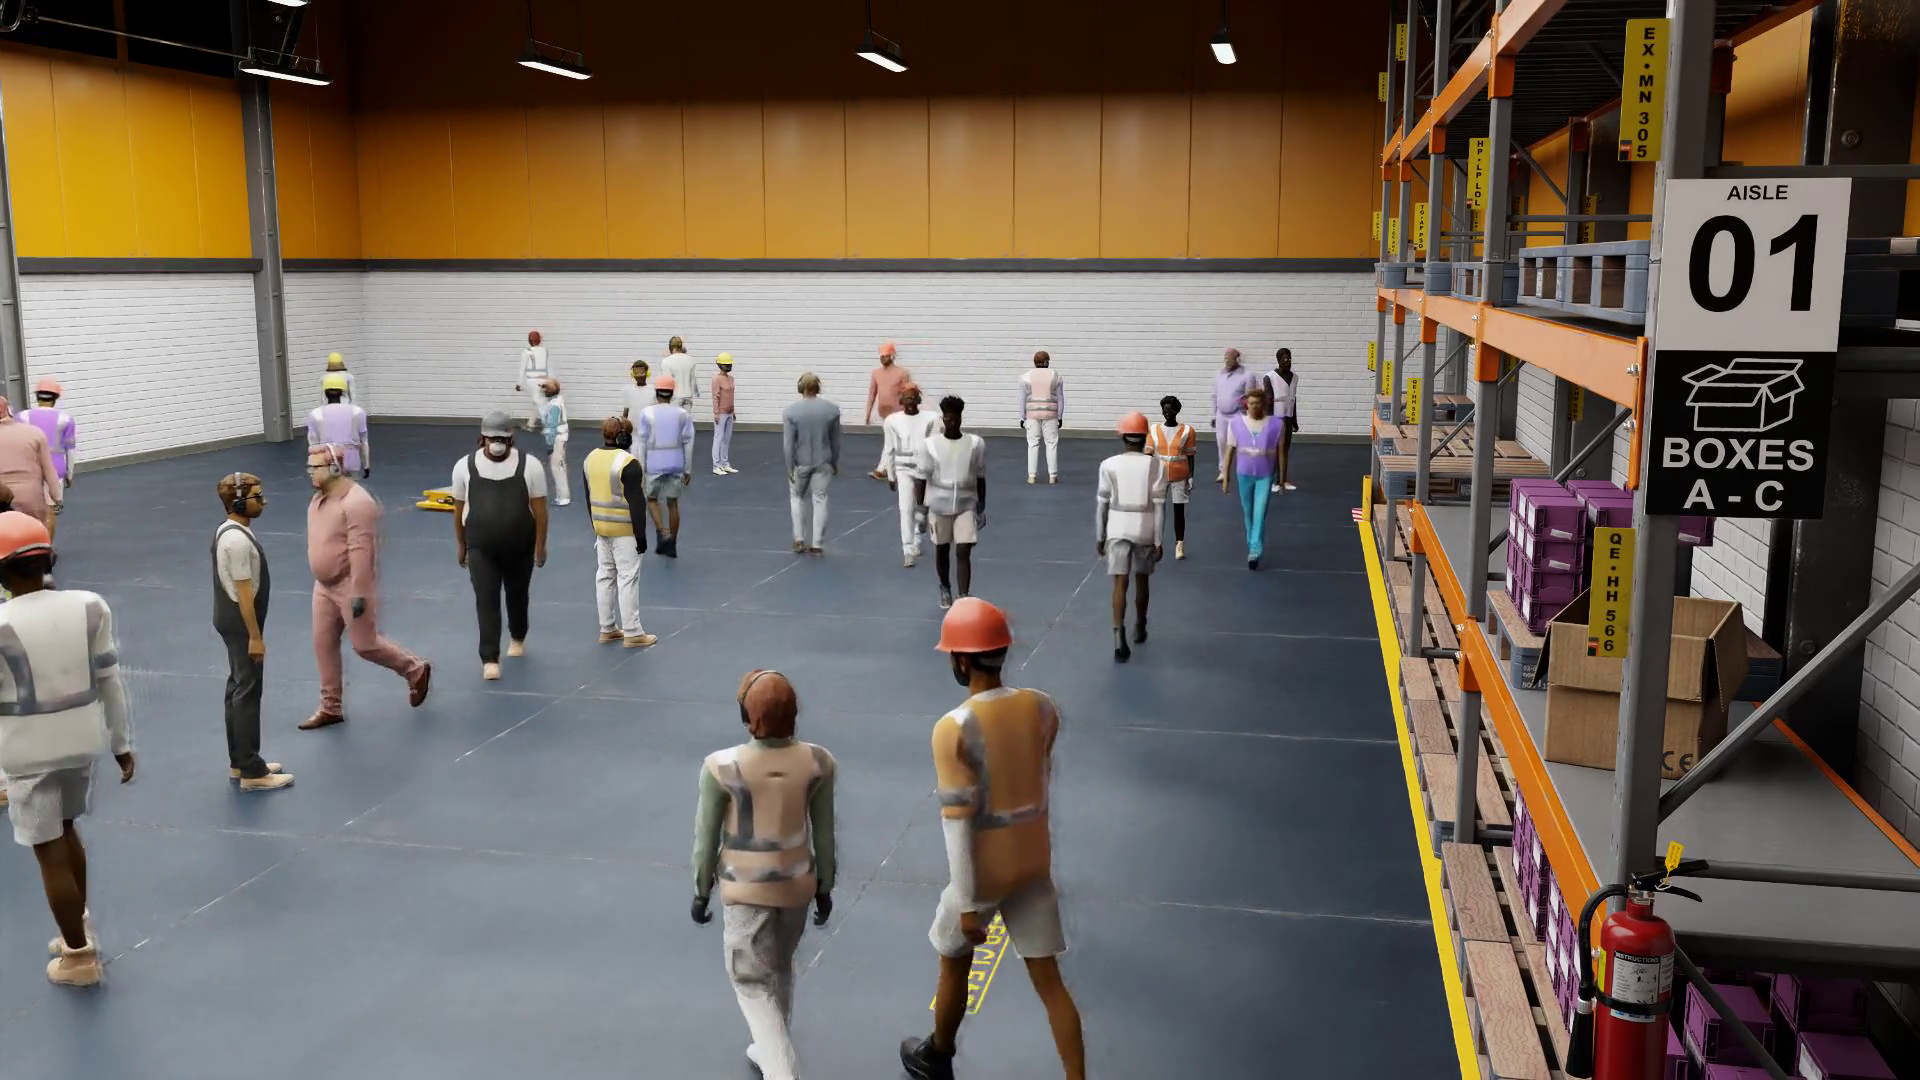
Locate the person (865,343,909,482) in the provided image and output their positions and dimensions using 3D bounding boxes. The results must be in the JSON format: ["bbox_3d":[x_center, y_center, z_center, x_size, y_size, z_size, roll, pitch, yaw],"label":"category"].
[{"bbox_3d":[-1.026,-1.792,23.324,0.645,1.933,1.037,6,11,34],"label":"person"}]

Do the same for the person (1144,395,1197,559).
[{"bbox_3d":[2.158,-0.638,17.121,0.538,1.685,0.319,2,10,14],"label":"person"}]

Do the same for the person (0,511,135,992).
[{"bbox_3d":[-3.871,0.880,6.954,0.658,2.023,0.653,5,11,29],"label":"person"}]

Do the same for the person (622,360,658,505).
[{"bbox_3d":[-3.916,-1.292,20.529,0.533,1.864,0.310,0,9,-2],"label":"person"}]

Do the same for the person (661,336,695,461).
[{"bbox_3d":[-4.321,-2.152,25.488,0.379,1.940,0.629,7,12,38],"label":"person"}]

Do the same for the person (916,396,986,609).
[{"bbox_3d":[-0.074,-0.283,14.308,0.627,1.906,1.025,-1,9,-5],"label":"person"}]

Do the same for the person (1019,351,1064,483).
[{"bbox_3d":[1.131,-1.697,23.050,0.621,1.840,0.430,1,9,6],"label":"person"}]

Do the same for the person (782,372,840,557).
[{"bbox_3d":[-1.562,-0.795,17.369,0.639,1.917,0.660,-3,10,-17],"label":"person"}]

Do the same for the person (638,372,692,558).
[{"bbox_3d":[-3.050,-0.765,17.176,0.574,1.919,0.425,-4,10,-22],"label":"person"}]

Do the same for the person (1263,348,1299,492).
[{"bbox_3d":[4.304,-1.615,22.310,0.596,1.918,0.362,-7,12,-36],"label":"person"}]

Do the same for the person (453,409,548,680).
[{"bbox_3d":[-3.444,-0.049,12.510,0.676,2.000,1.022,-3,10,-16],"label":"person"}]

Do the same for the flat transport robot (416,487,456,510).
[{"bbox_3d":[-6.120,-0.574,20.994,0.652,0.197,1.431,4,10,24],"label":"flat transport robot"}]

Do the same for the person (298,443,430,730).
[{"bbox_3d":[-3.996,0.284,11.004,0.656,1.879,0.799,7,12,36],"label":"person"}]

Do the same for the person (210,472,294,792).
[{"bbox_3d":[-4.128,0.526,9.631,0.344,1.847,0.506,-6,11,-31],"label":"person"}]

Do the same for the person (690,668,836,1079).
[{"bbox_3d":[-0.659,1.261,5.900,0.512,1.611,0.783,-5,11,-29],"label":"person"}]

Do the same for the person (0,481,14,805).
[{"bbox_3d":[-5.442,0.573,9.397,0.429,1.837,0.624,-7,12,-36],"label":"person"}]

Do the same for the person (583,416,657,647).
[{"bbox_3d":[-2.698,-0.068,13.228,0.625,1.844,0.429,8,12,38],"label":"person"}]

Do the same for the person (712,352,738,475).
[{"bbox_3d":[-3.390,-1.827,24.048,0.326,1.767,0.533,4,10,22],"label":"person"}]

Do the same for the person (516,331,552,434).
[{"bbox_3d":[-7.613,-2.819,29.832,0.988,1.836,0.579,7,12,35],"label":"person"}]

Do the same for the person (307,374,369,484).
[{"bbox_3d":[-6.481,-0.782,17.366,0.608,1.898,0.818,-4,10,-25],"label":"person"}]

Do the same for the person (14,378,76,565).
[{"bbox_3d":[-9.217,-0.687,16.790,0.572,1.889,0.789,-3,10,-18],"label":"person"}]

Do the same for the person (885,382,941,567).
[{"bbox_3d":[-0.471,-0.694,17.017,0.584,1.847,0.955,-1,9,-4],"label":"person"}]

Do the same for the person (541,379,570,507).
[{"bbox_3d":[-5.103,-1.238,20.989,0.326,1.607,0.608,-2,10,-12],"label":"person"}]

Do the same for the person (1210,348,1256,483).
[{"bbox_3d":[3.796,-1.727,23.090,0.651,1.890,0.526,8,12,39],"label":"person"}]

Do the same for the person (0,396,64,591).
[{"bbox_3d":[-8.407,-0.350,14.825,0.719,1.874,0.426,-5,11,-29],"label":"person"}]

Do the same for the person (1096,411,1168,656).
[{"bbox_3d":[1.335,-0.053,13.009,0.555,1.896,0.980,2,10,10],"label":"person"}]

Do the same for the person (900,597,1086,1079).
[{"bbox_3d":[0.154,1.144,5.823,0.557,1.894,0.990,-6,11,-34],"label":"person"}]

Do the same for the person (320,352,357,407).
[{"bbox_3d":[-9.243,-1.932,24.795,0.509,1.724,0.594,-2,10,-14],"label":"person"}]

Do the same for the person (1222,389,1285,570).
[{"bbox_3d":[2.941,-0.619,16.689,0.590,1.787,0.989,3,10,19],"label":"person"}]

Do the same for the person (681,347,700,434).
[{"bbox_3d":[-4.877,-2.604,29.231,0.505,1.598,0.792,6,11,32],"label":"person"}]
